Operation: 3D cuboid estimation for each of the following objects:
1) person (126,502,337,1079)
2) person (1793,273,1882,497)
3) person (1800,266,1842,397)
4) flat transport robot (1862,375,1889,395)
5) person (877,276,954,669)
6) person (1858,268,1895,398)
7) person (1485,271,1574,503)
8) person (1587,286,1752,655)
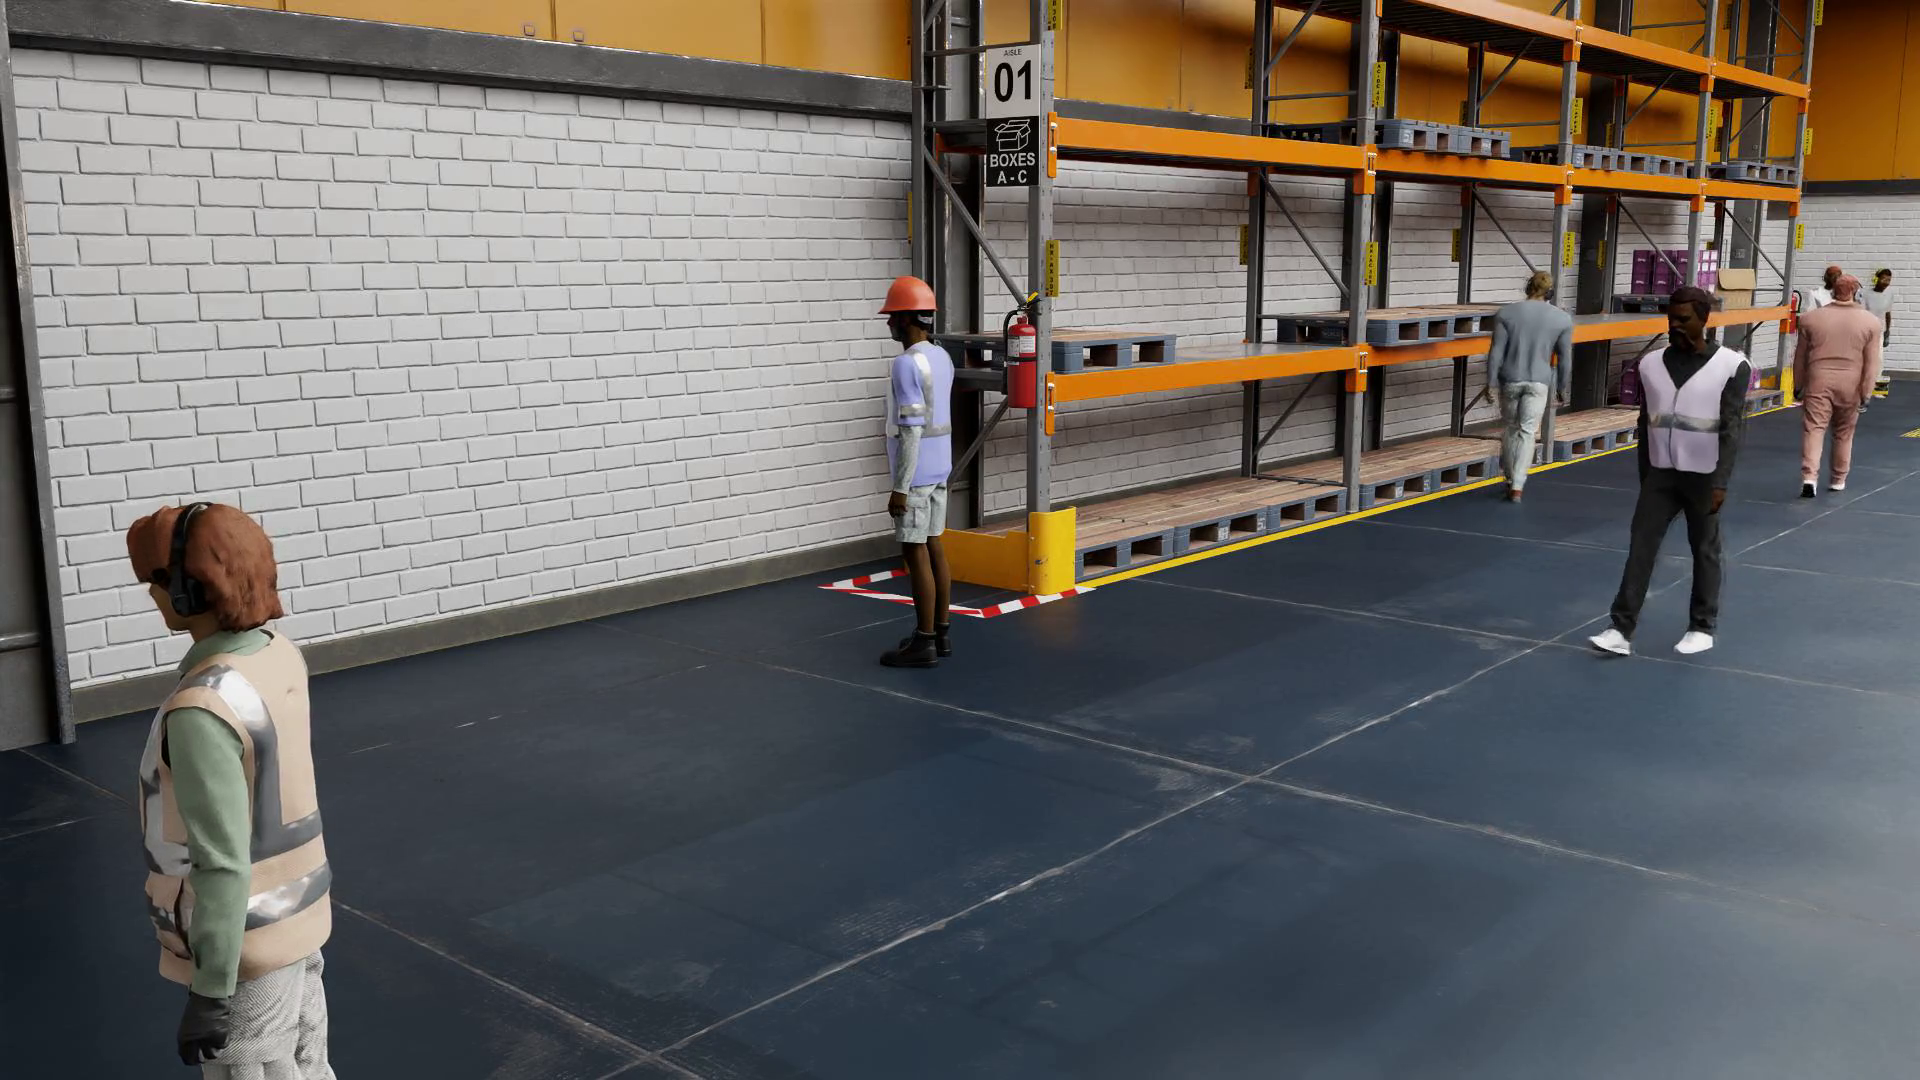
[{"bbox_3d":[-1.291,0.740,3.014,0.307,1.636,0.525,-2,10,-9],"label":"person"},{"bbox_3d":[7.323,-1.296,13.945,0.635,1.870,0.960,5,11,28],"label":"person"},{"bbox_3d":[11.688,-2.768,22.477,0.608,1.832,0.840,1,10,5],"label":"person"},{"bbox_3d":[12.930,-2.229,23.809,0.652,0.197,1.431,6,11,29],"label":"flat transport robot"},{"bbox_3d":[-0.235,-0.330,8.258,0.372,1.934,0.551,3,11,19],"label":"person"},{"bbox_3d":[12.768,-2.906,23.337,0.534,1.813,0.902,2,10,9],"label":"person"},{"bbox_3d":[4.717,-1.278,13.816,0.669,1.872,0.926,4,11,21],"label":"person"},{"bbox_3d":[3.580,-0.315,8.348,0.931,1.881,0.596,-8,13,-39],"label":"person"}]
